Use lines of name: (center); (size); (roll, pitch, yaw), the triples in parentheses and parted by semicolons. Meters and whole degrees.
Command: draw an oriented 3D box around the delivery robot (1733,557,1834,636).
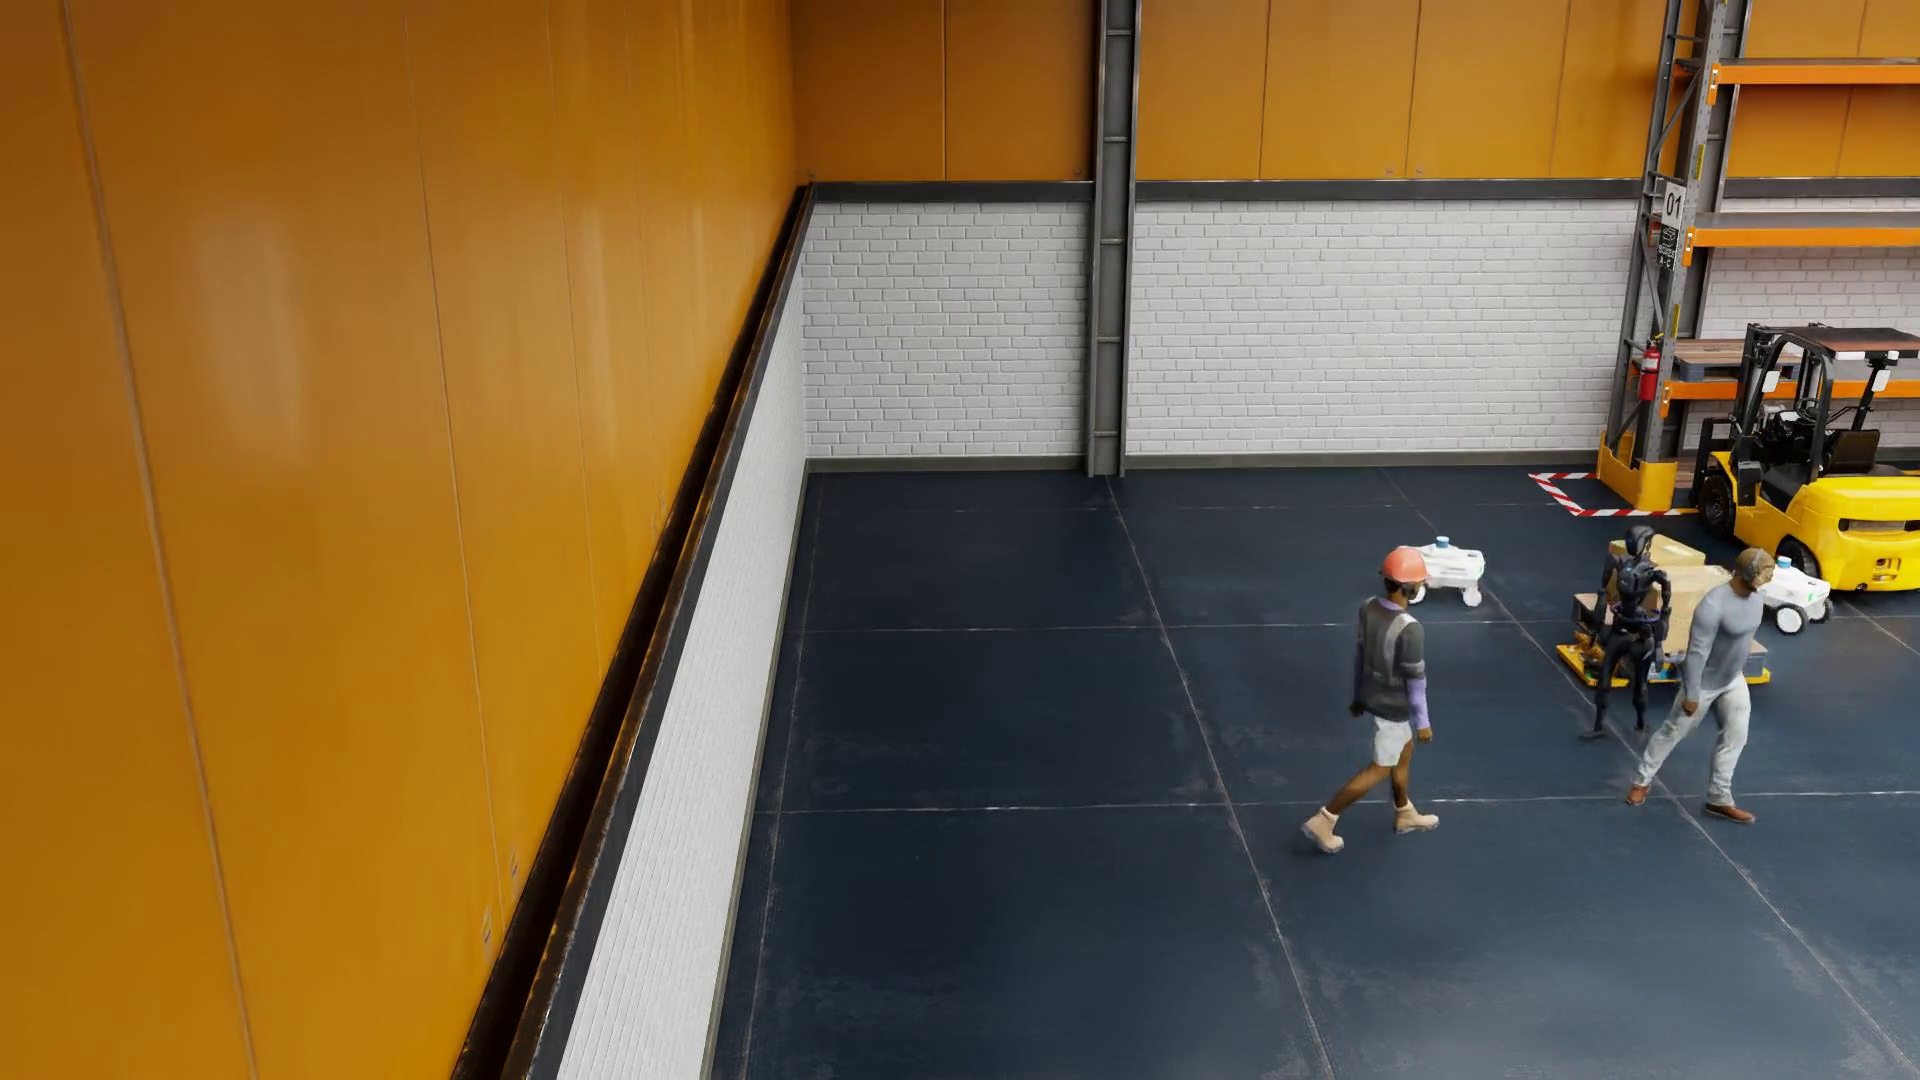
delivery robot: (6.871, 0.430, 13.958); (0.499, 0.583, 0.758); (-15, 25, -34)

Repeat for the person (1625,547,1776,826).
person: (4.847, 0.913, 10.745); (0.655, 1.905, 0.721); (-11, 23, -28)

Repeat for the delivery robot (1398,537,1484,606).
delivery robot: (4.133, 0.274, 14.424); (0.812, 0.614, 0.499); (3, 21, 9)

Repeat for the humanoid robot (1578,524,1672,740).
humanoid robot: (4.760, 0.661, 11.764); (0.524, 1.647, 0.600); (-14, 25, -34)

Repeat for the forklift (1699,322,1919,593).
forklift: (7.809, -0.792, 14.926); (1.214, 2.155, 2.313); (-1, 20, -2)

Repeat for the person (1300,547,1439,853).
person: (2.612, 1.002, 10.342); (0.972, 2.006, 0.607); (-4, 21, -10)

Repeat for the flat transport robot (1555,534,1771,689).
flat transport robot: (5.504, 0.927, 13.038); (1.431, 0.231, 0.659); (-1, 20, -3)
